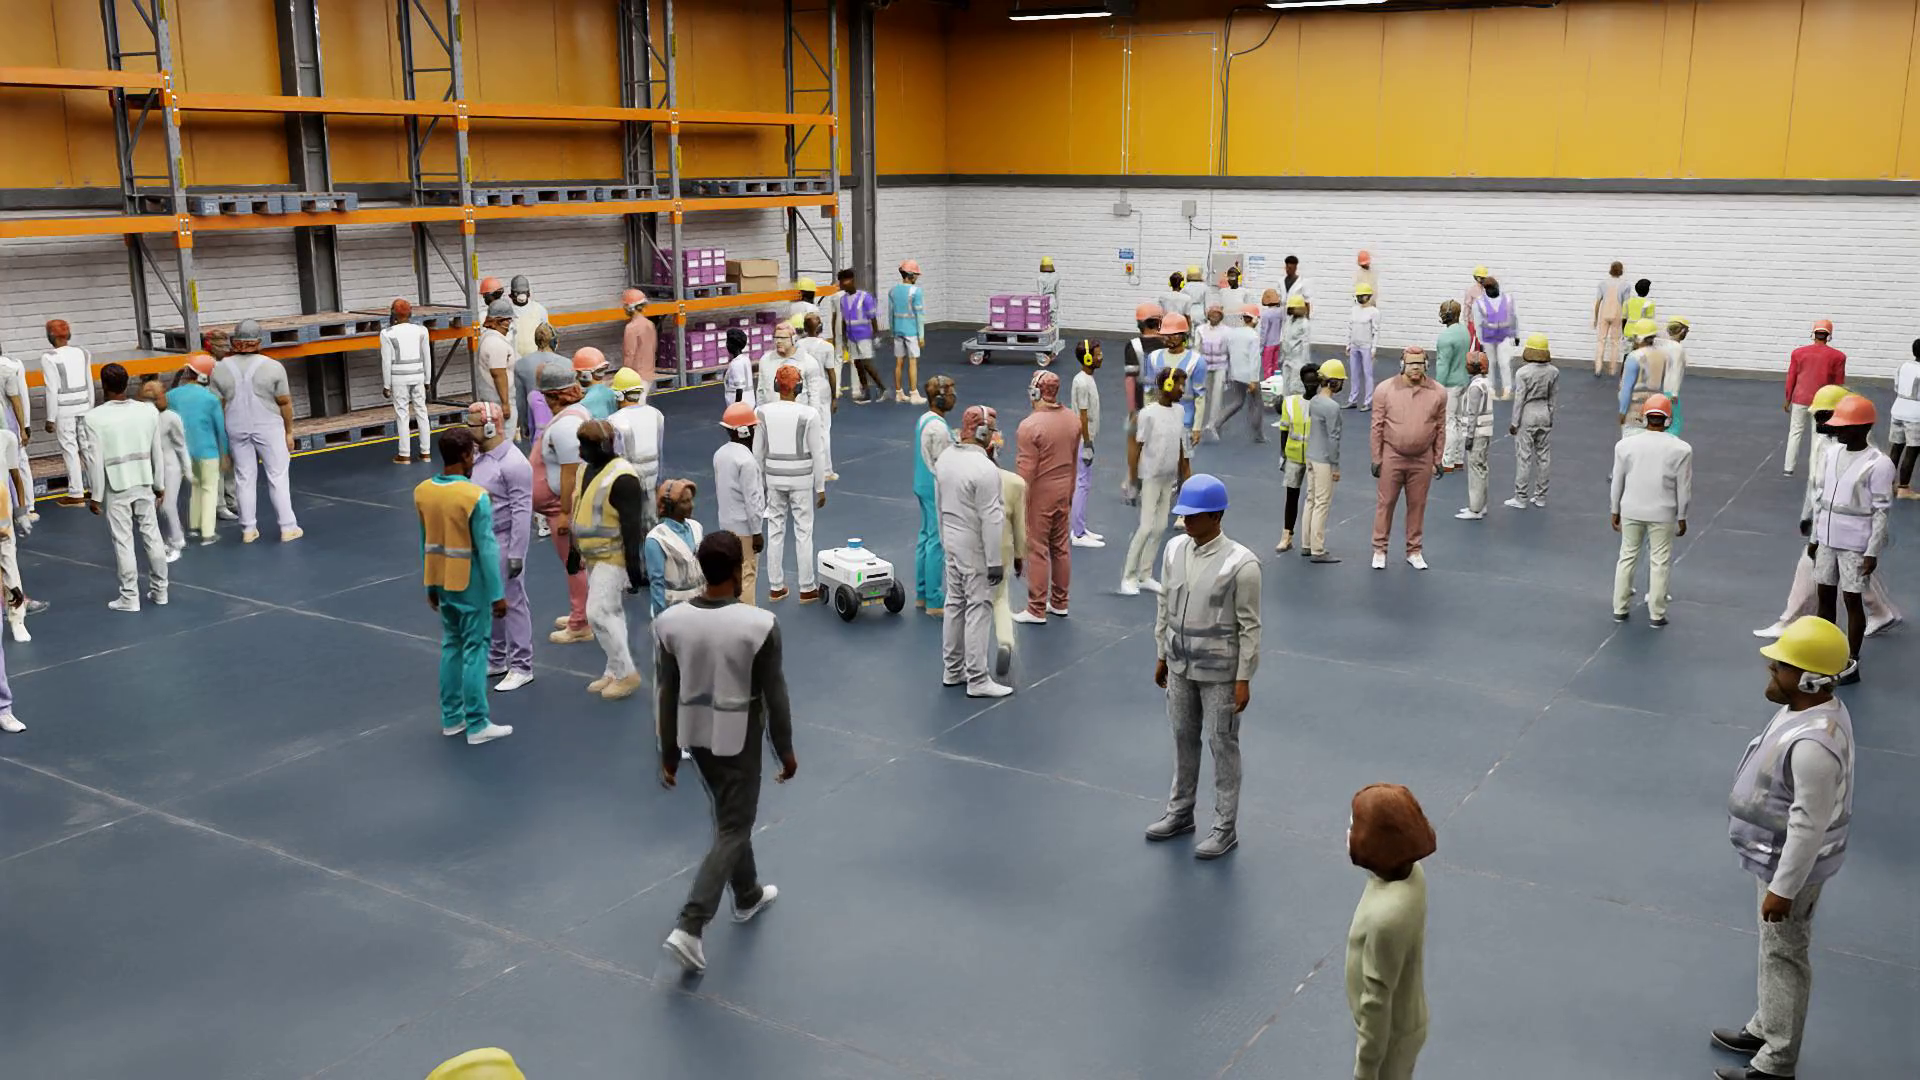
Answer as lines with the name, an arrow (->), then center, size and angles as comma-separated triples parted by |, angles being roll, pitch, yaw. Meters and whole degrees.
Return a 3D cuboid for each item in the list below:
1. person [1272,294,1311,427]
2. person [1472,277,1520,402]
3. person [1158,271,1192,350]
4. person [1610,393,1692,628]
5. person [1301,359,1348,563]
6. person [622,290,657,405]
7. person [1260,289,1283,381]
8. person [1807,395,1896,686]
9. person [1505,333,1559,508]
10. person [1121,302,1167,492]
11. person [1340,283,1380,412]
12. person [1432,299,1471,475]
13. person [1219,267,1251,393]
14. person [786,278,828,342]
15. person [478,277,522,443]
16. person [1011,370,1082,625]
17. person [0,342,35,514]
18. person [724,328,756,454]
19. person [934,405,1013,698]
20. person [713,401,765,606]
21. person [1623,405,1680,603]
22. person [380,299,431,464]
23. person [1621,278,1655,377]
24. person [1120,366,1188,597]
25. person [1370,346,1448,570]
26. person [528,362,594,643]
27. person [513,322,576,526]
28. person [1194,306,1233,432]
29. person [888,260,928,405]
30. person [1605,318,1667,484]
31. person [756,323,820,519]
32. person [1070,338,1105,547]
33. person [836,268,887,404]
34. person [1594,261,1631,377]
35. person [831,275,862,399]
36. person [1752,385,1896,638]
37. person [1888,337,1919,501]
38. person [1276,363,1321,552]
person -> 4.290, -2.308, 21.487 | 0.413, 1.738, 0.505 | -5, 14, -19
person -> 7.640, -2.849, 23.732 | 0.705, 1.794, 0.637 | 2, 13, 9
person -> 3.054, -2.877, 23.661 | 0.525, 1.869, 0.316 | 6, 14, 23
person -> 5.154, -0.223, 12.428 | 0.567, 1.743, 0.351 | 10, 16, 36
person -> 3.161, -0.680, 14.383 | 0.338, 1.761, 0.525 | -2, 13, -9
person -> -3.760, -1.889, 19.201 | 0.682, 1.969, 0.642 | 3, 13, 12
person -> 4.385, -2.739, 23.578 | 0.286, 1.633, 0.499 | 11, 17, 39
person -> 5.849, 0.001, 11.030 | 0.364, 1.934, 0.553 | -4, 14, -17
person -> 5.715, -1.191, 16.626 | 0.493, 1.743, 0.299 | -4, 14, -18
person -> 1.925, -1.423, 17.042 | 0.610, 2.012, 0.867 | -3, 13, -14
person -> 5.537, -2.656, 22.930 | 0.312, 1.769, 0.522 | -10, 16, -36
person -> 5.422, -1.692, 18.401 | 0.380, 1.930, 0.625 | 9, 16, 35
person -> 4.044, -3.111, 24.678 | 0.537, 1.869, 0.314 | 8, 15, 30
person -> -1.981, -2.519, 22.071 | 0.892, 1.886, 0.600 | -11, 17, -39
person -> -5.605, -2.153, 20.147 | 0.406, 2.040, 0.609 | 6, 14, 24
person -> 0.619, -0.320, 12.491 | 0.409, 1.907, 0.648 | 11, 17, 40
person -> -9.160, -1.087, 15.859 | 0.354, 1.887, 0.573 | 10, 16, 36
person -> -2.328, -1.392, 17.597 | 0.317, 1.695, 0.537 | 0, 13, 2
person -> 0.104, 0.070, 10.810 | 0.403, 1.899, 0.651 | -8, 15, -30
person -> -1.554, -0.120, 11.944 | 0.321, 1.755, 0.562 | -8, 15, -31
person -> 5.427, -0.323, 13.098 | 0.279, 1.634, 0.498 | -10, 16, -36
person -> -6.310, -1.804, 18.979 | 0.575, 1.883, 0.355 | -12, 17, -41
person -> 10.061, -3.027, 24.687 | 0.317, 1.695, 0.540 | -9, 16, -34
person -> 1.567, -0.466, 13.298 | 0.594, 1.835, 0.356 | -11, 17, -40
person -> 3.796, -0.691, 14.097 | 0.639, 1.911, 0.402 | 1, 13, 3
person -> -2.866, -0.281, 12.025 | 0.536, 2.000, 0.683 | -1, 13, -4
person -> -3.875, -1.083, 15.727 | 0.635, 1.939, 0.362 | 3, 13, 15
person -> 3.246, -2.187, 21.267 | 0.510, 1.595, 0.793 | 6, 14, 24
person -> -0.730, -2.937, 23.564 | 0.609, 2.034, 0.404 | 11, 17, 39
person -> 7.172, -1.414, 17.438 | 0.599, 1.813, 0.722 | -10, 16, -36
person -> -1.676, -1.139, 16.042 | 0.639, 1.909, 0.409 | 4, 13, 16
person -> 1.153, -0.876, 14.972 | 0.328, 1.877, 0.509 | 1, 13, 2
person -> -1.425, -2.875, 23.537 | 0.655, 1.922, 0.603 | 12, 18, 42
person -> 10.400, -3.524, 26.532 | 0.516, 1.845, 0.337 | 7, 15, 28
person -> -1.614, -2.965, 24.145 | 0.518, 1.834, 0.368 | 2, 13, 11
person -> 6.355, -0.181, 11.990 | 1.009, 1.880, 0.588 | 2, 13, 8
person -> 9.719, -1.244, 16.981 | 0.319, 1.688, 0.540 | -2, 13, -7
person -> 3.062, -0.716, 14.661 | 0.533, 1.699, 0.322 | 6, 14, 26
